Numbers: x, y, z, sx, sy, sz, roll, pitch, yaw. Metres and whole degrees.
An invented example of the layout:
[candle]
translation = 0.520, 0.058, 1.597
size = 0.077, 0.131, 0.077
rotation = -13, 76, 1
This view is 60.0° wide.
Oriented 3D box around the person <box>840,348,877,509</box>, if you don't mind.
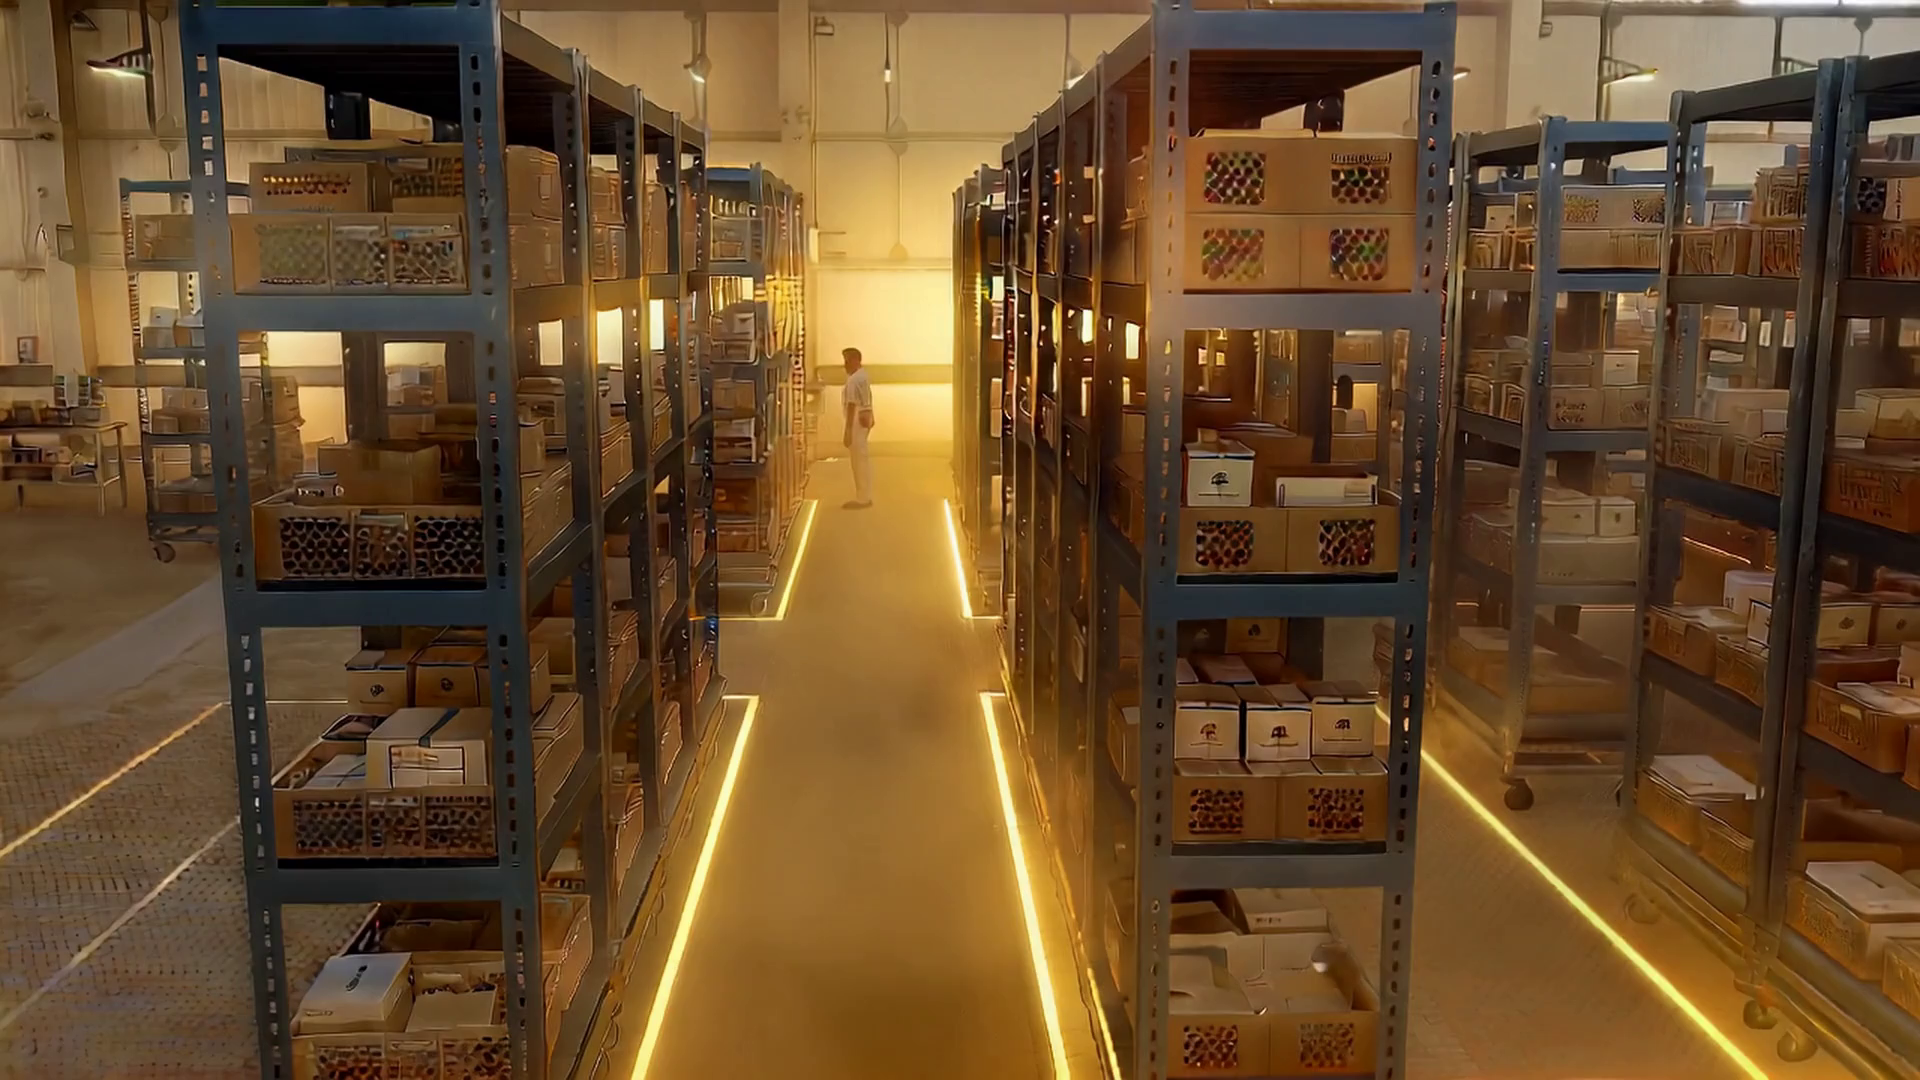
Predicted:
[person]
translation = -1.159, -1.270, 19.009
size = 0.389, 1.837, 0.560
rotation = 2, 10, 13
